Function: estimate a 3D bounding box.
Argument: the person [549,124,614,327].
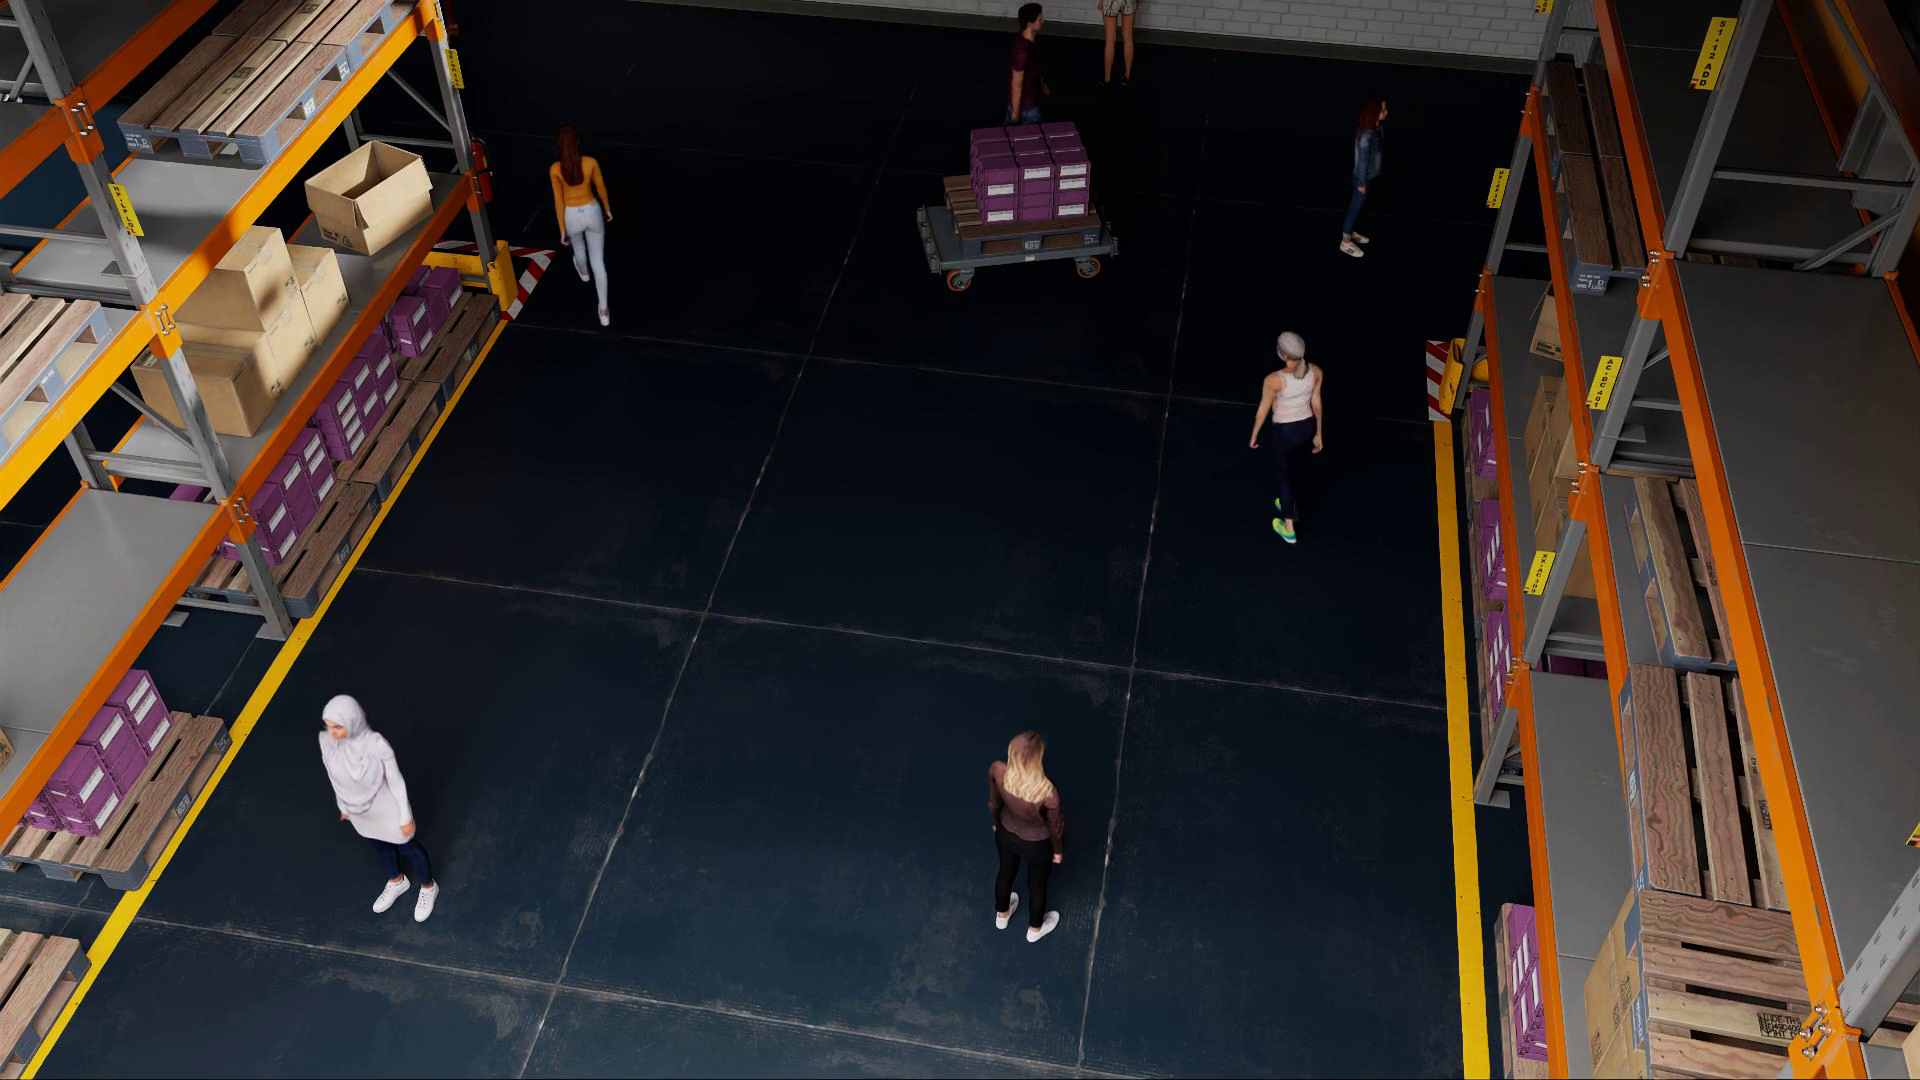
[{"bbox_3d":[-3.058,-2.540,13.624,0.992,1.699,1.230,-13,45,-14],"label":"person"}]

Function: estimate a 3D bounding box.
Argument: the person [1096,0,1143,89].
[{"bbox_3d":[1.597,-5.396,16.518,0.687,1.843,0.663,-9,44,-9],"label":"person"}]

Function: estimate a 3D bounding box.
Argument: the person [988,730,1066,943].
[{"bbox_3d":[0.357,1.649,9.224,0.668,1.704,0.630,23,48,22],"label":"person"}]

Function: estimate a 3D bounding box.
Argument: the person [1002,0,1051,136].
[{"bbox_3d":[0.493,-3.989,15.066,0.864,1.808,1.170,1,44,1],"label":"person"}]

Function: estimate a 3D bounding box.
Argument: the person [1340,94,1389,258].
[{"bbox_3d":[3.514,-3.188,14.465,0.662,1.477,0.511,16,46,16],"label":"person"}]

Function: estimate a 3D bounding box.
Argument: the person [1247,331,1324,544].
[{"bbox_3d":[2.368,-0.685,11.699,0.777,1.669,0.842,-8,44,-9],"label":"person"}]

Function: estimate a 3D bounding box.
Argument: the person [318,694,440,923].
[{"bbox_3d":[-3.267,1.492,9.336,0.632,1.776,0.548,11,45,12],"label":"person"}]
